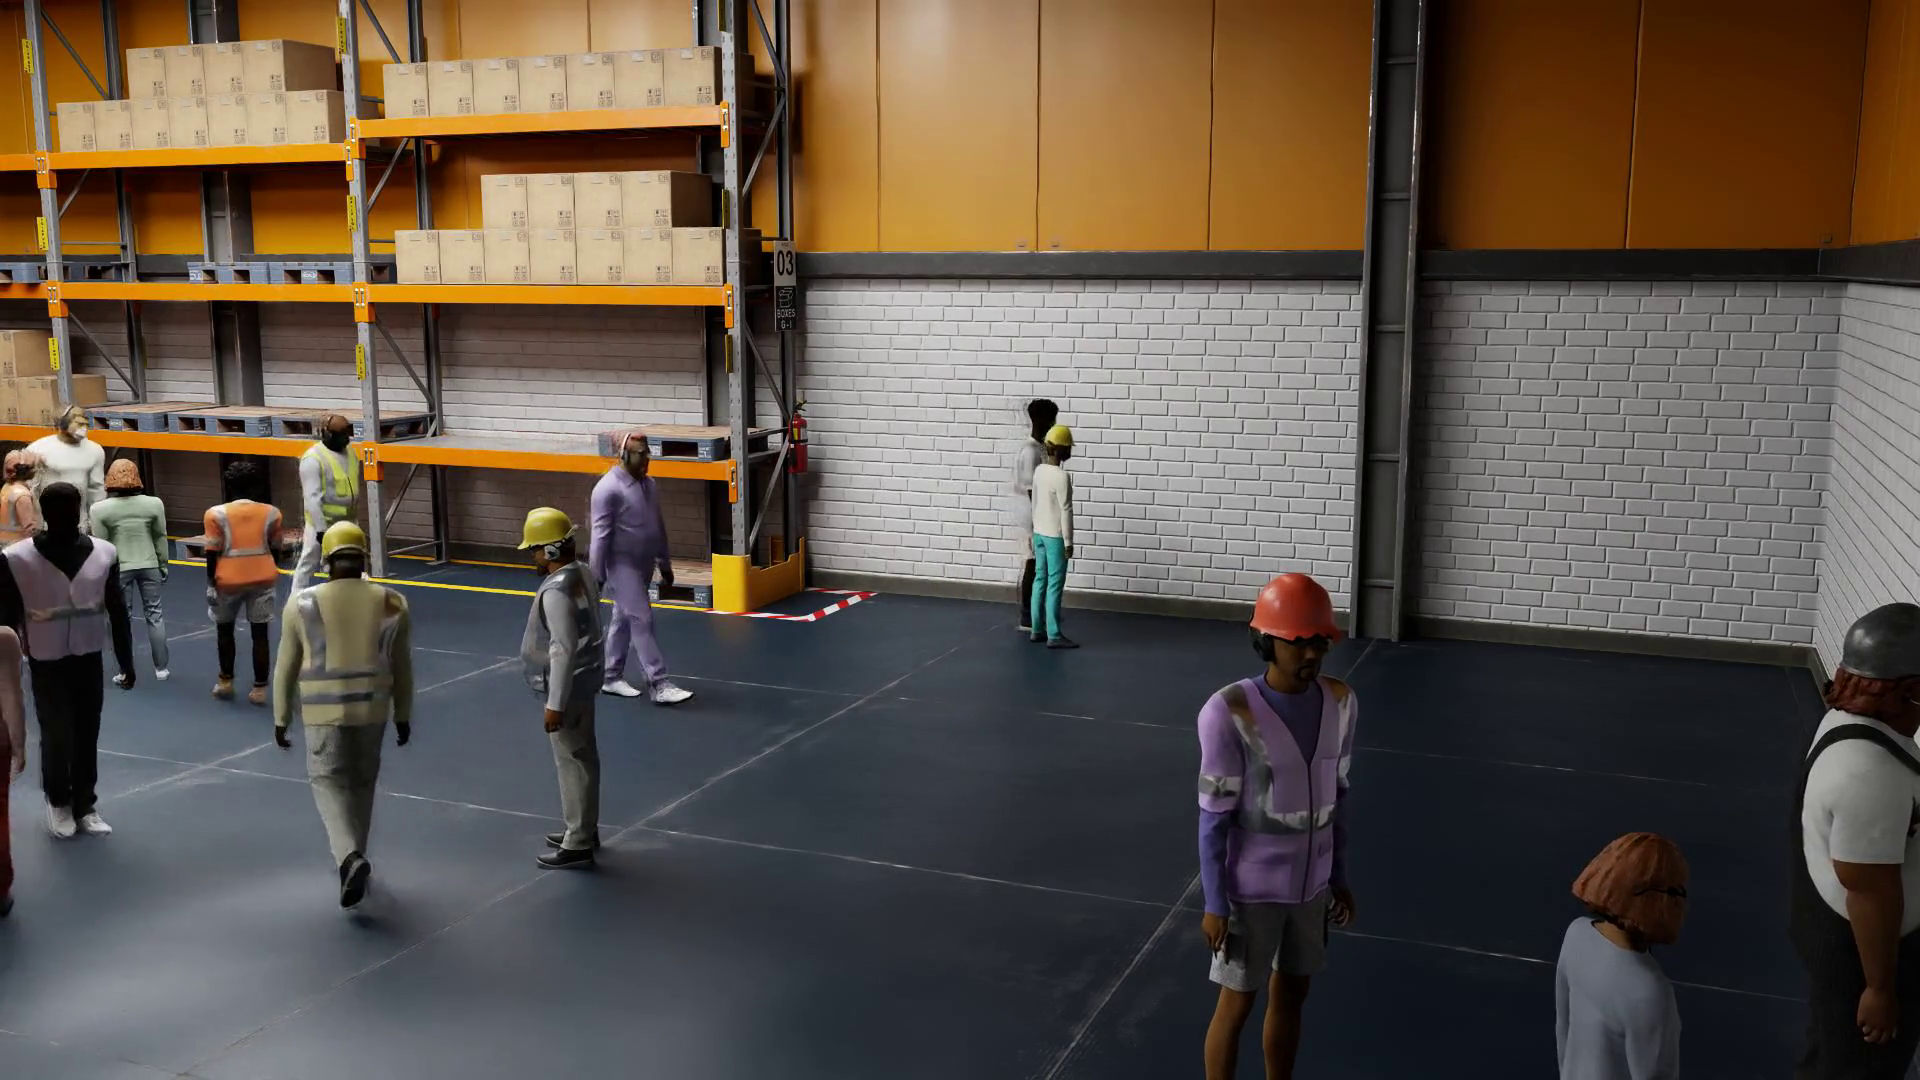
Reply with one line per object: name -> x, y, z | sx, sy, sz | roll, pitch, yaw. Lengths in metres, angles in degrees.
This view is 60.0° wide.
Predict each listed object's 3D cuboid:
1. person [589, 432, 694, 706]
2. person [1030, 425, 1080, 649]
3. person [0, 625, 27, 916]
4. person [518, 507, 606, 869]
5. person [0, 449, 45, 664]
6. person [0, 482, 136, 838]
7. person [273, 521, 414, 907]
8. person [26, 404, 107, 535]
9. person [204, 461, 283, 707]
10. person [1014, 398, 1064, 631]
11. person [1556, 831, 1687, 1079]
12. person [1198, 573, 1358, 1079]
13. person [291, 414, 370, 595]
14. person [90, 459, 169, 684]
person -> -2.139, 0.198, 11.425 | 0.914, 1.870, 0.678 | 3, 10, 19
person -> 0.760, -0.029, 13.156 | 0.330, 1.765, 0.533 | -5, 10, -26
person -> -4.458, 0.931, 7.428 | 0.528, 1.741, 0.735 | -5, 11, -29
person -> -1.989, 0.736, 8.346 | 0.404, 1.821, 0.591 | 0, 9, -1
person -> -7.090, 0.128, 12.610 | 0.311, 1.631, 0.526 | -8, 12, -40
person -> -4.675, 0.634, 8.714 | 0.440, 1.901, 0.621 | 7, 12, 37
person -> -2.902, 0.824, 7.907 | 0.641, 1.794, 0.770 | -6, 11, -31
person -> -7.244, -0.152, 13.519 | 0.625, 1.894, 0.639 | 4, 10, 25
person -> -4.946, 0.287, 11.488 | 0.547, 1.669, 0.651 | -7, 11, -35
person -> 0.703, -0.192, 13.610 | 0.518, 1.940, 0.635 | 2, 10, 11
person -> 1.645, 1.519, 4.169 | 0.288, 1.633, 0.497 | -1, 9, -5
person -> 1.053, 1.109, 5.413 | 0.609, 2.043, 0.397 | -5, 11, -28
person -> -5.274, -0.168, 13.956 | 1.031, 1.780, 0.652 | 4, 10, 22
person -> -5.961, 0.230, 11.981 | 0.499, 1.633, 0.285 | -7, 12, -38
